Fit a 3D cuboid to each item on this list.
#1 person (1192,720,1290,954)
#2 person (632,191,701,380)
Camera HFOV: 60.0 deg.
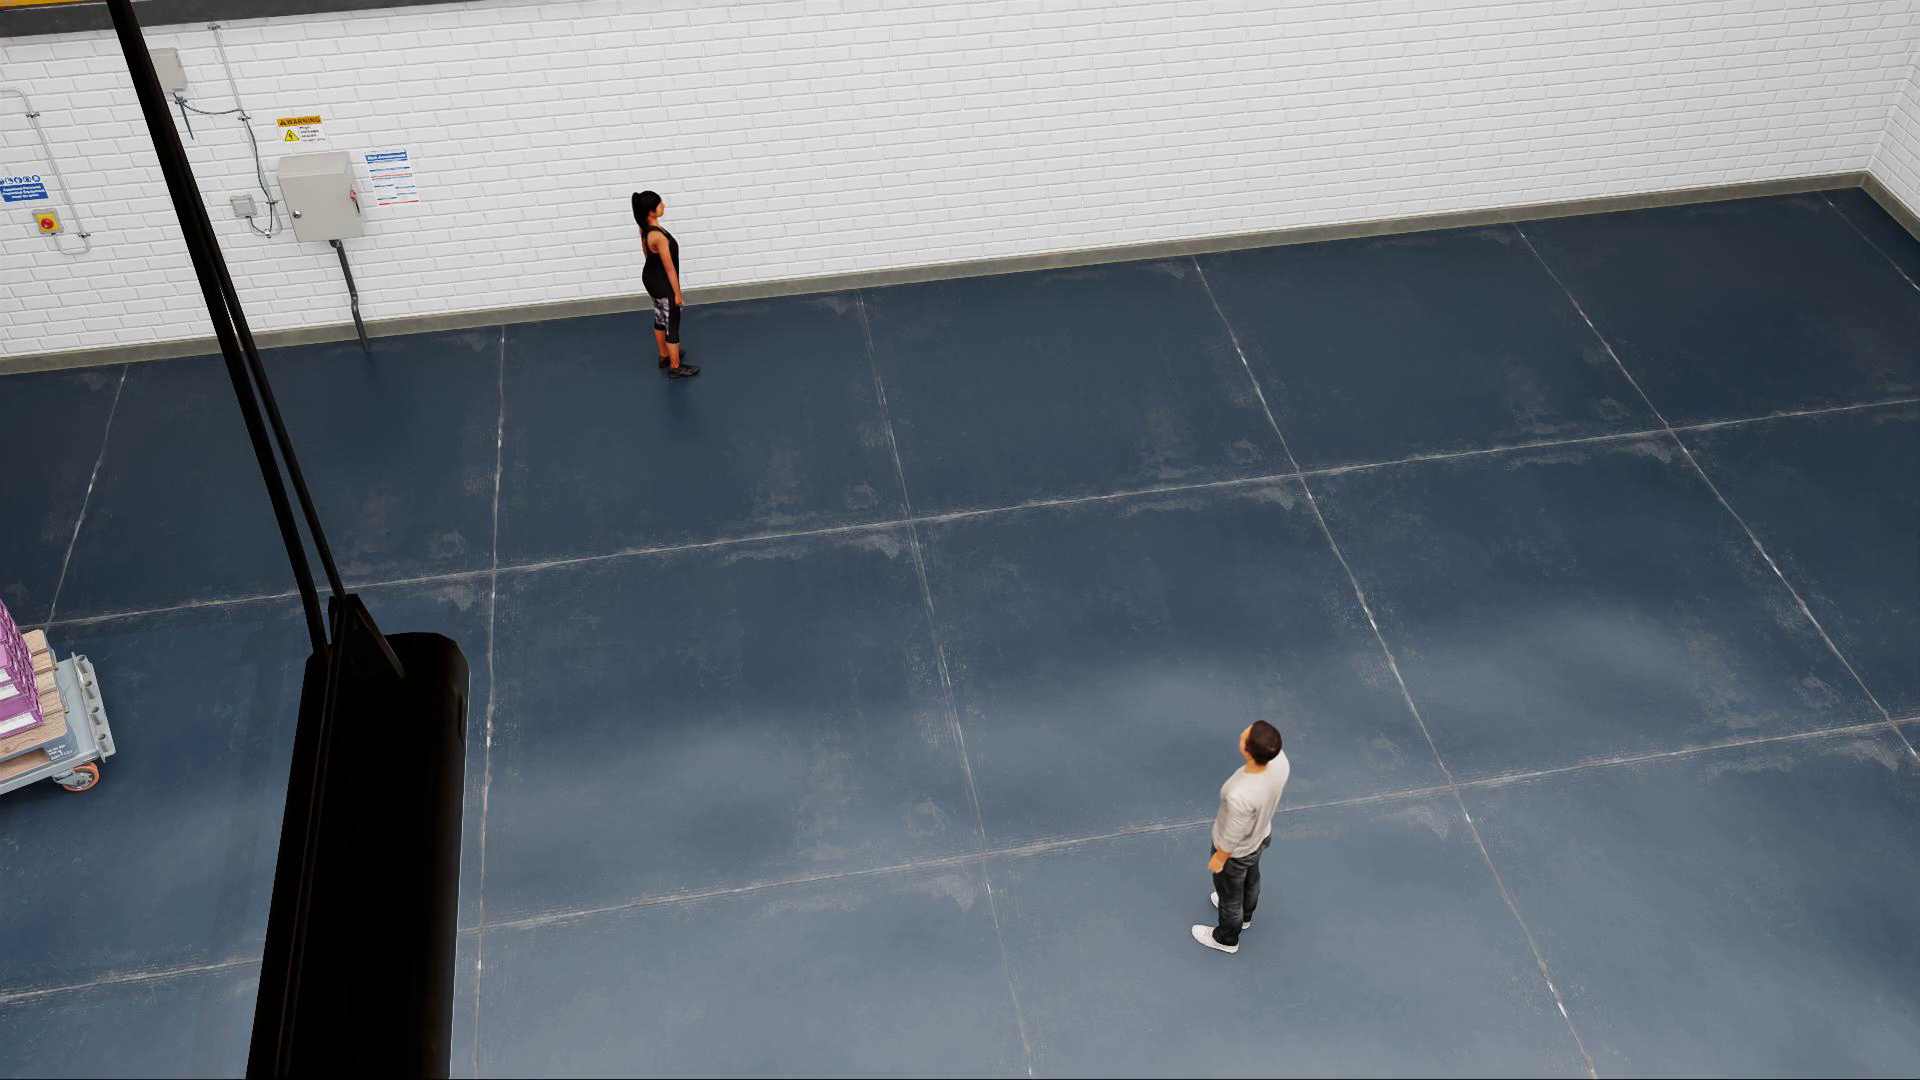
[{"bbox_3d":[1.543,1.607,9.010,0.779,1.812,0.728,27,50,26],"label":"person"},{"bbox_3d":[-2.313,-1.996,12.901,0.707,1.661,0.574,-25,49,-24],"label":"person"}]
